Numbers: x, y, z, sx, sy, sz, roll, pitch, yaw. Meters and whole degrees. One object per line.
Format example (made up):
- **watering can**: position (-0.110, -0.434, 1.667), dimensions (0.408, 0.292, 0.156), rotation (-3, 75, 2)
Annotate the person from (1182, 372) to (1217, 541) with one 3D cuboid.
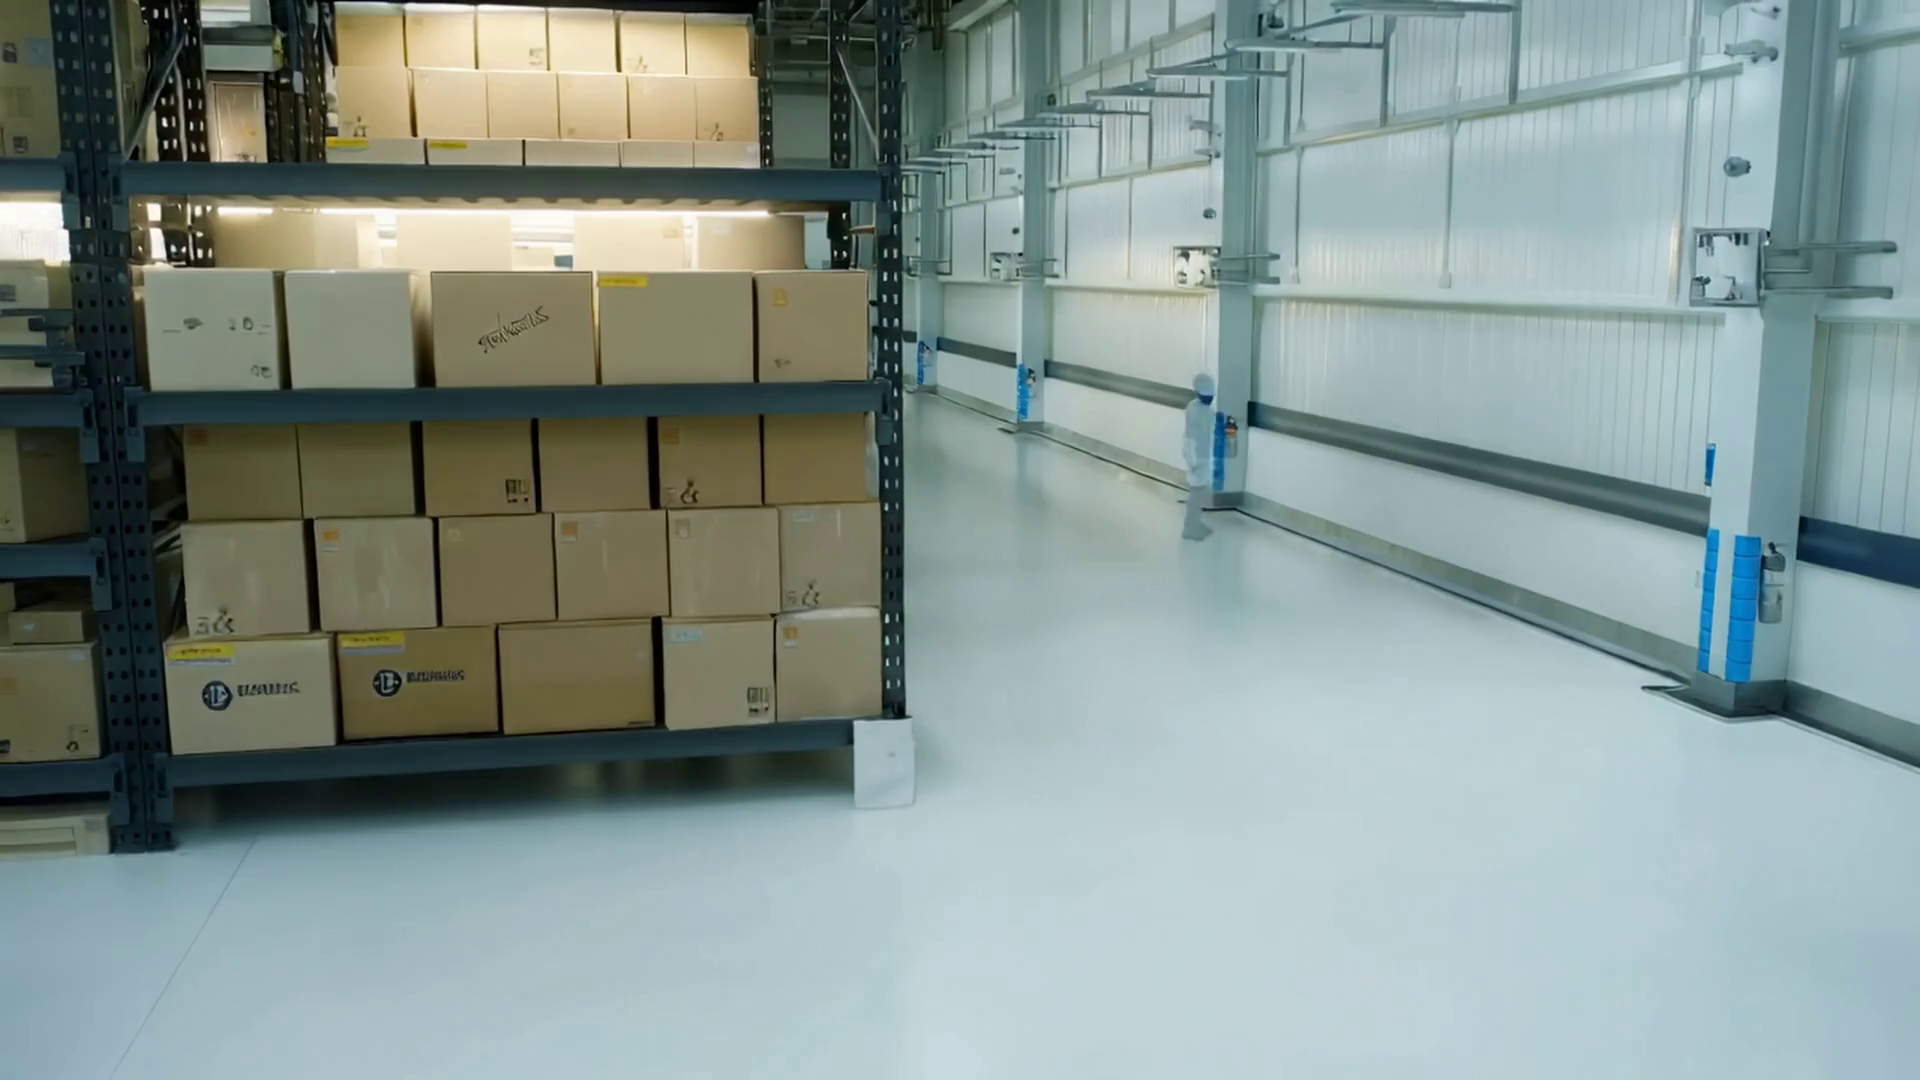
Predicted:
- **person**: position (2.674, -0.922, 18.436), dimensions (0.498, 1.888, 0.601), rotation (7, 11, 35)
